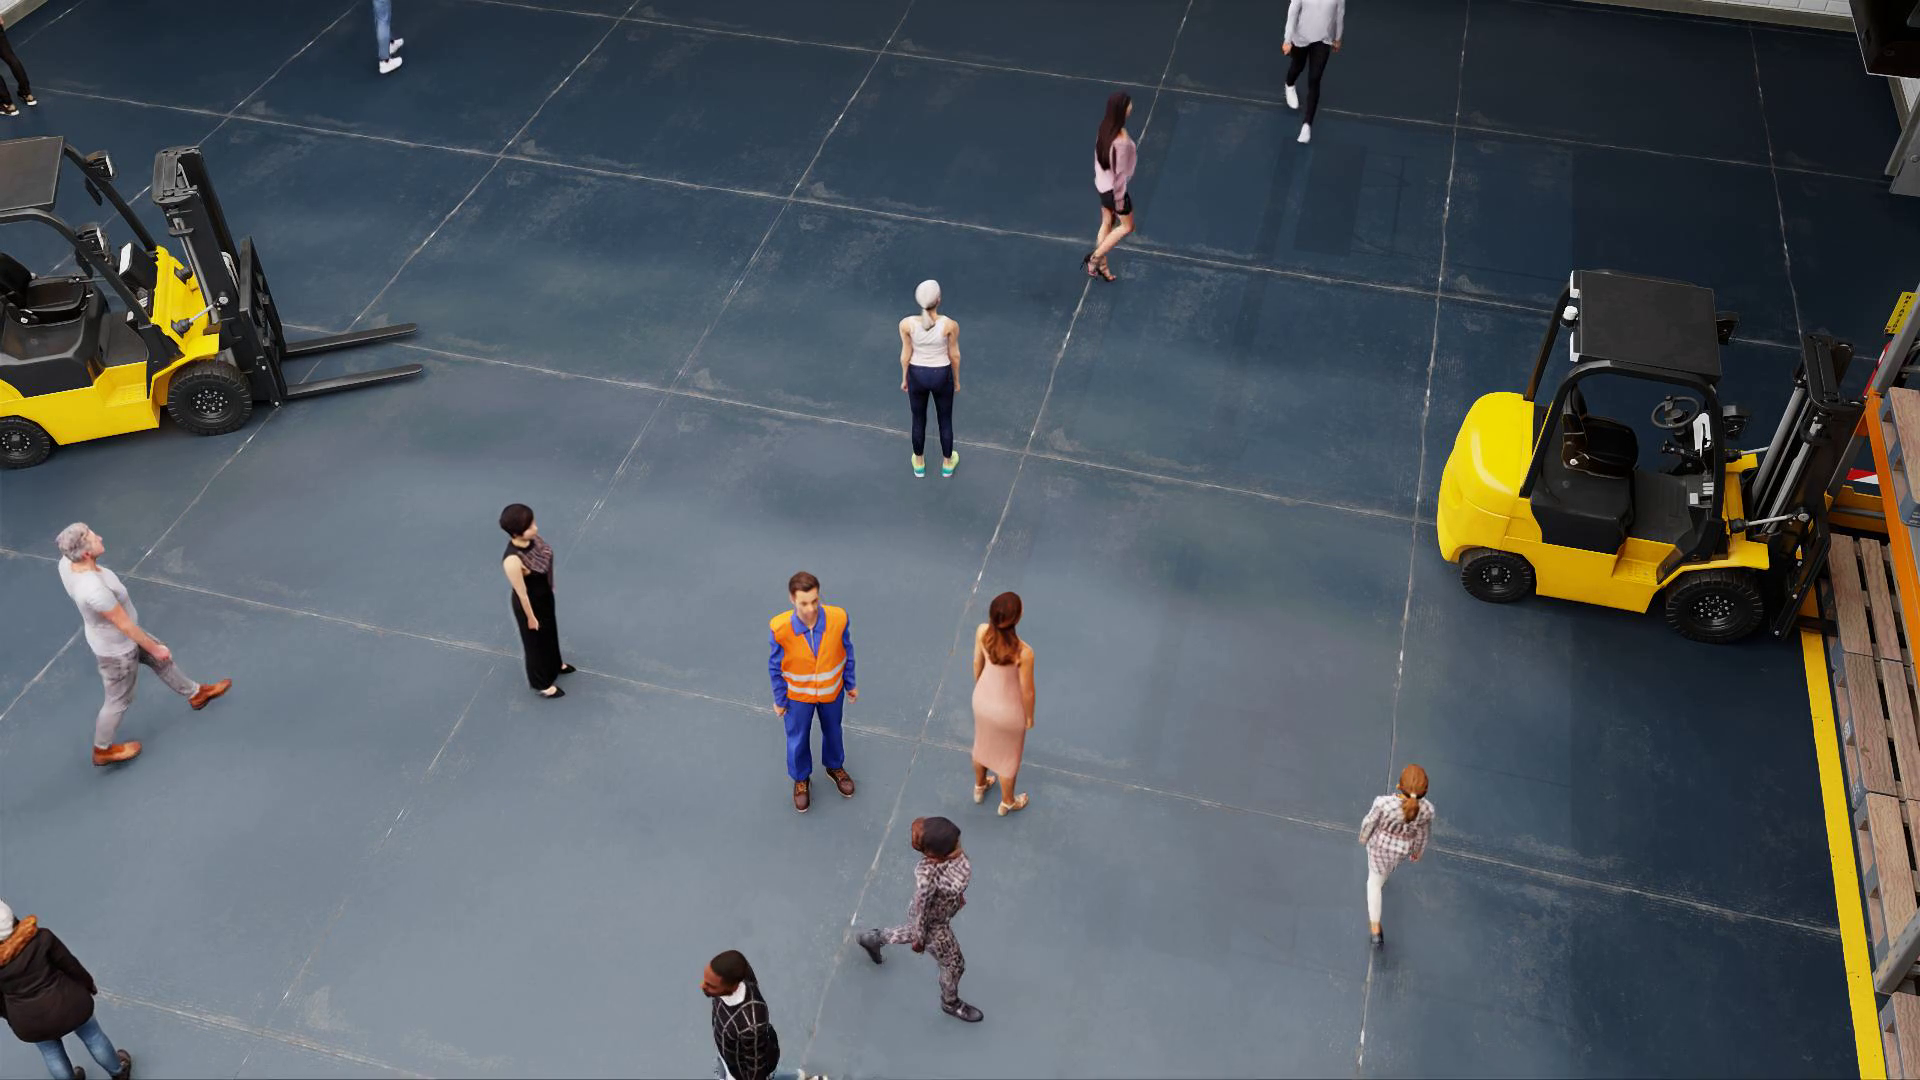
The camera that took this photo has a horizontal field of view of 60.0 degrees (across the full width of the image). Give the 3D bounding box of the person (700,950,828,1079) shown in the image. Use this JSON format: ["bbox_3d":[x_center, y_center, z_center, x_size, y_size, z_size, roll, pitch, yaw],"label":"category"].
[{"bbox_3d":[-0.983,2.534,8.318,1.012,1.807,0.981,-15,46,-15],"label":"person"}]

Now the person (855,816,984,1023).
[{"bbox_3d":[-0.199,1.987,8.972,0.719,1.697,1.007,17,46,17],"label":"person"}]

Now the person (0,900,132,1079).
[{"bbox_3d":[-4.723,2.389,8.597,0.724,1.632,0.773,-18,47,-18],"label":"person"}]

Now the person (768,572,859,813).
[{"bbox_3d":[-0.882,0.893,9.999,0.784,1.864,0.808,-14,45,-15],"label":"person"}]

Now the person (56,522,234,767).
[{"bbox_3d":[-5.288,0.692,10.267,1.292,1.784,1.155,-29,51,-27],"label":"person"}]

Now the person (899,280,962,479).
[{"bbox_3d":[-0.218,-1.173,12.282,0.643,1.706,0.597,2,44,2],"label":"person"}]

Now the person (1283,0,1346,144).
[{"bbox_3d":[3.389,-4.897,16.062,0.832,1.884,1.292,3,44,3],"label":"person"}]

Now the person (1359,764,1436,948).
[{"bbox_3d":[2.465,1.784,9.481,0.610,1.289,0.952,5,44,5],"label":"person"}]

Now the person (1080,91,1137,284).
[{"bbox_3d":[1.206,-2.928,14.057,0.853,1.799,0.780,-12,45,-12],"label":"person"}]

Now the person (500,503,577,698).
[{"bbox_3d":[-2.756,0.370,10.739,0.660,1.601,0.510,3,44,4],"label":"person"}]

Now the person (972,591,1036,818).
[{"bbox_3d":[0.228,0.988,9.922,0.647,1.832,0.632,27,50,26],"label":"person"}]
